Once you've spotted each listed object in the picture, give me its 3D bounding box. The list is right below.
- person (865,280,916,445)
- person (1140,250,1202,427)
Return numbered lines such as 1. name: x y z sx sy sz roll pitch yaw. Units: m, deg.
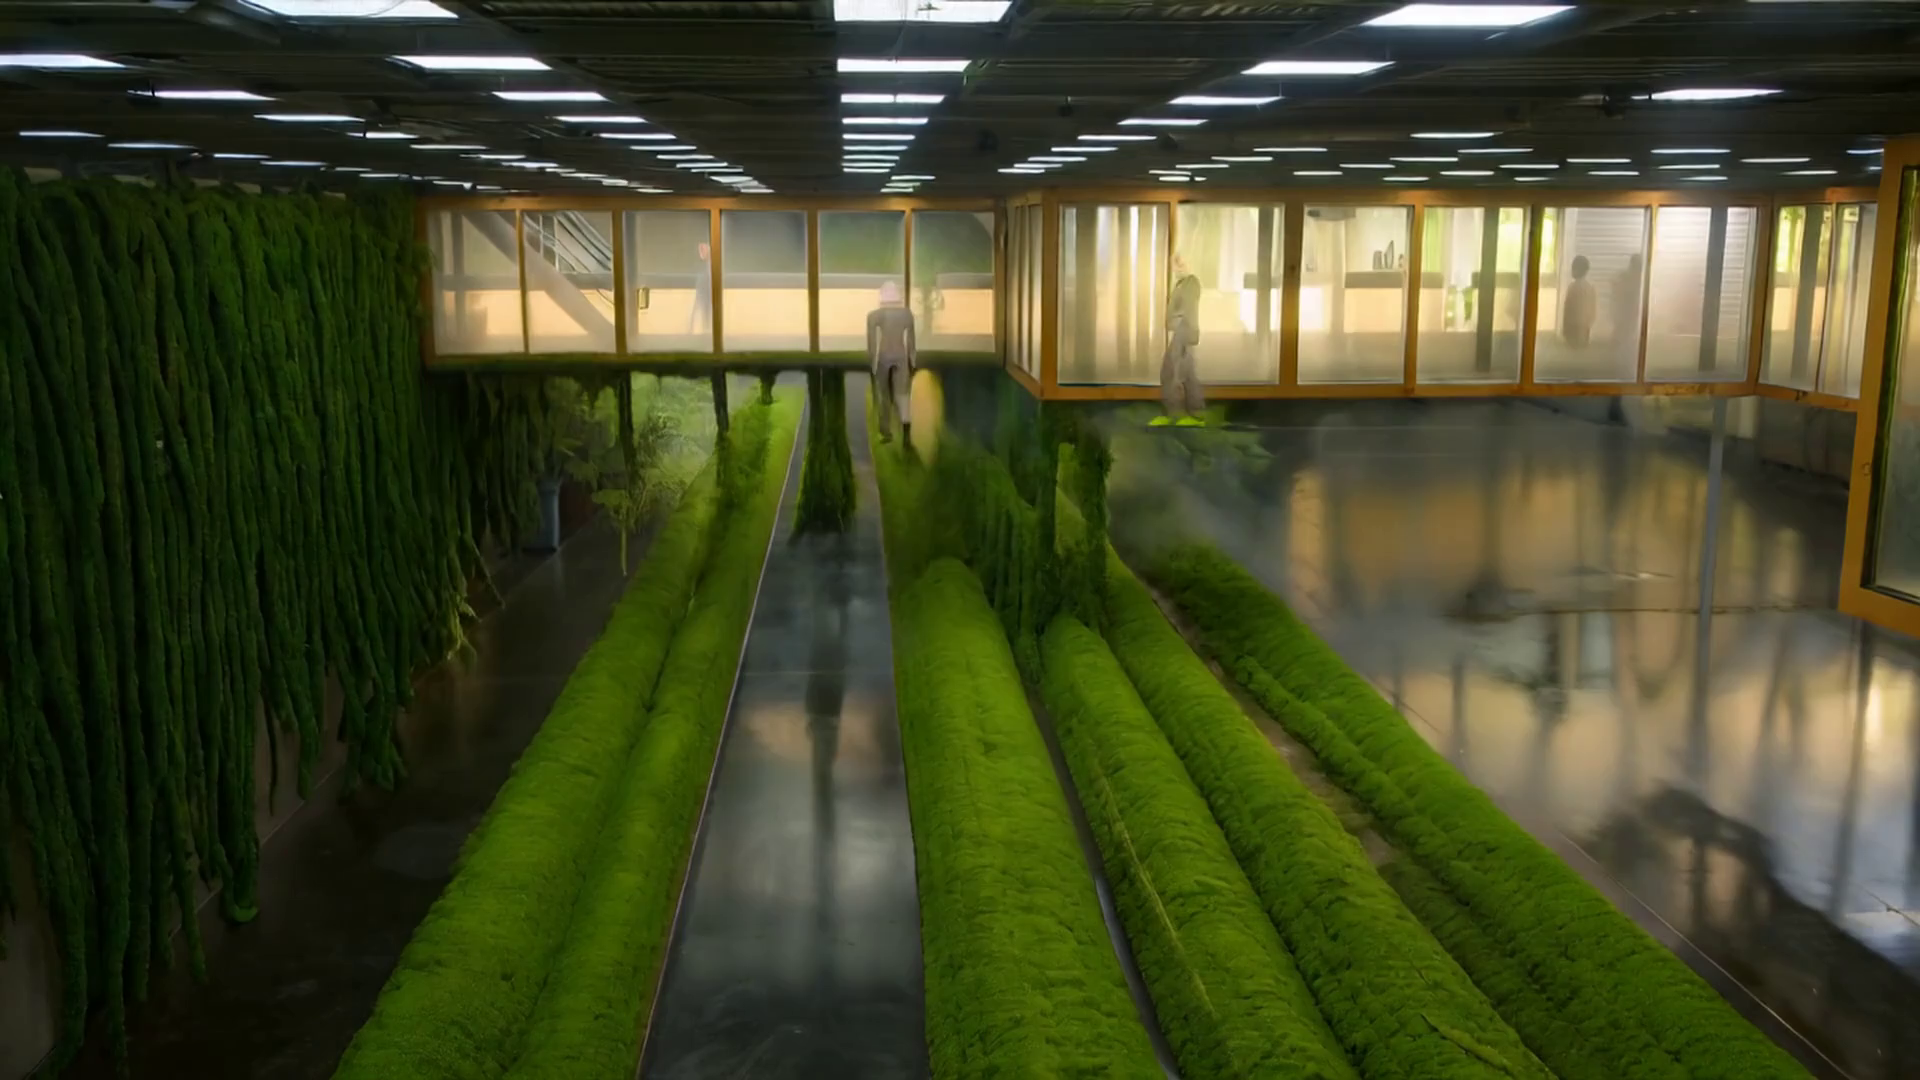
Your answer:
1. person: -0.666 -1.709 16.155 0.511 1.620 0.528 -3 11 -15
2. person: 2.238 -2.133 17.741 0.817 1.878 0.679 0 11 0
